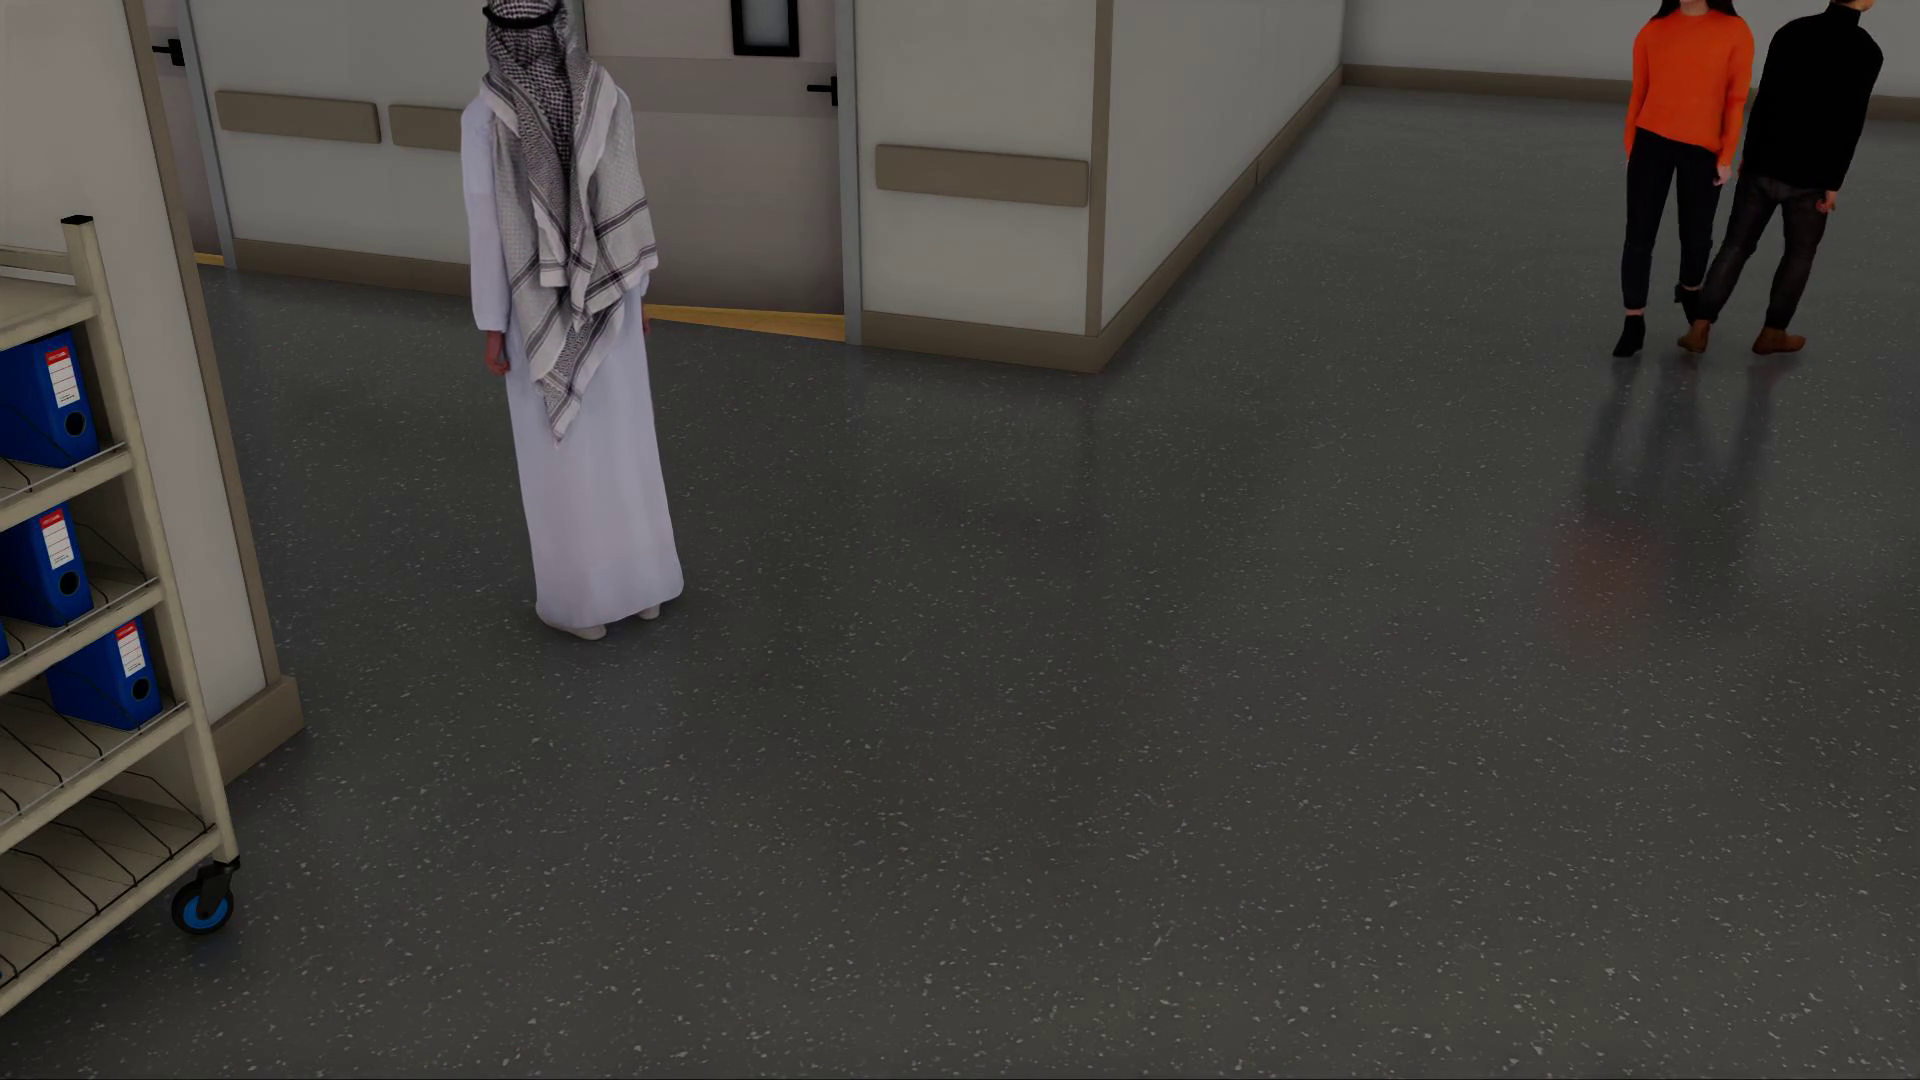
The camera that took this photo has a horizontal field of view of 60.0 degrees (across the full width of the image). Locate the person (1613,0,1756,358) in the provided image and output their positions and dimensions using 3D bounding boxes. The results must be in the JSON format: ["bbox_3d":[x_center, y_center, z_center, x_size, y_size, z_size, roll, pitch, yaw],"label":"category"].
[{"bbox_3d":[3.041,-1.619,6.996,0.741,1.727,0.905,14,29,26],"label":"person"}]

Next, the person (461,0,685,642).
[{"bbox_3d":[-1.104,-0.631,4.719,0.774,1.924,0.866,-17,31,-32],"label":"person"}]

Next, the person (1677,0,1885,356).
[{"bbox_3d":[3.408,-1.553,6.908,0.989,1.685,0.898,-19,32,-34],"label":"person"}]
